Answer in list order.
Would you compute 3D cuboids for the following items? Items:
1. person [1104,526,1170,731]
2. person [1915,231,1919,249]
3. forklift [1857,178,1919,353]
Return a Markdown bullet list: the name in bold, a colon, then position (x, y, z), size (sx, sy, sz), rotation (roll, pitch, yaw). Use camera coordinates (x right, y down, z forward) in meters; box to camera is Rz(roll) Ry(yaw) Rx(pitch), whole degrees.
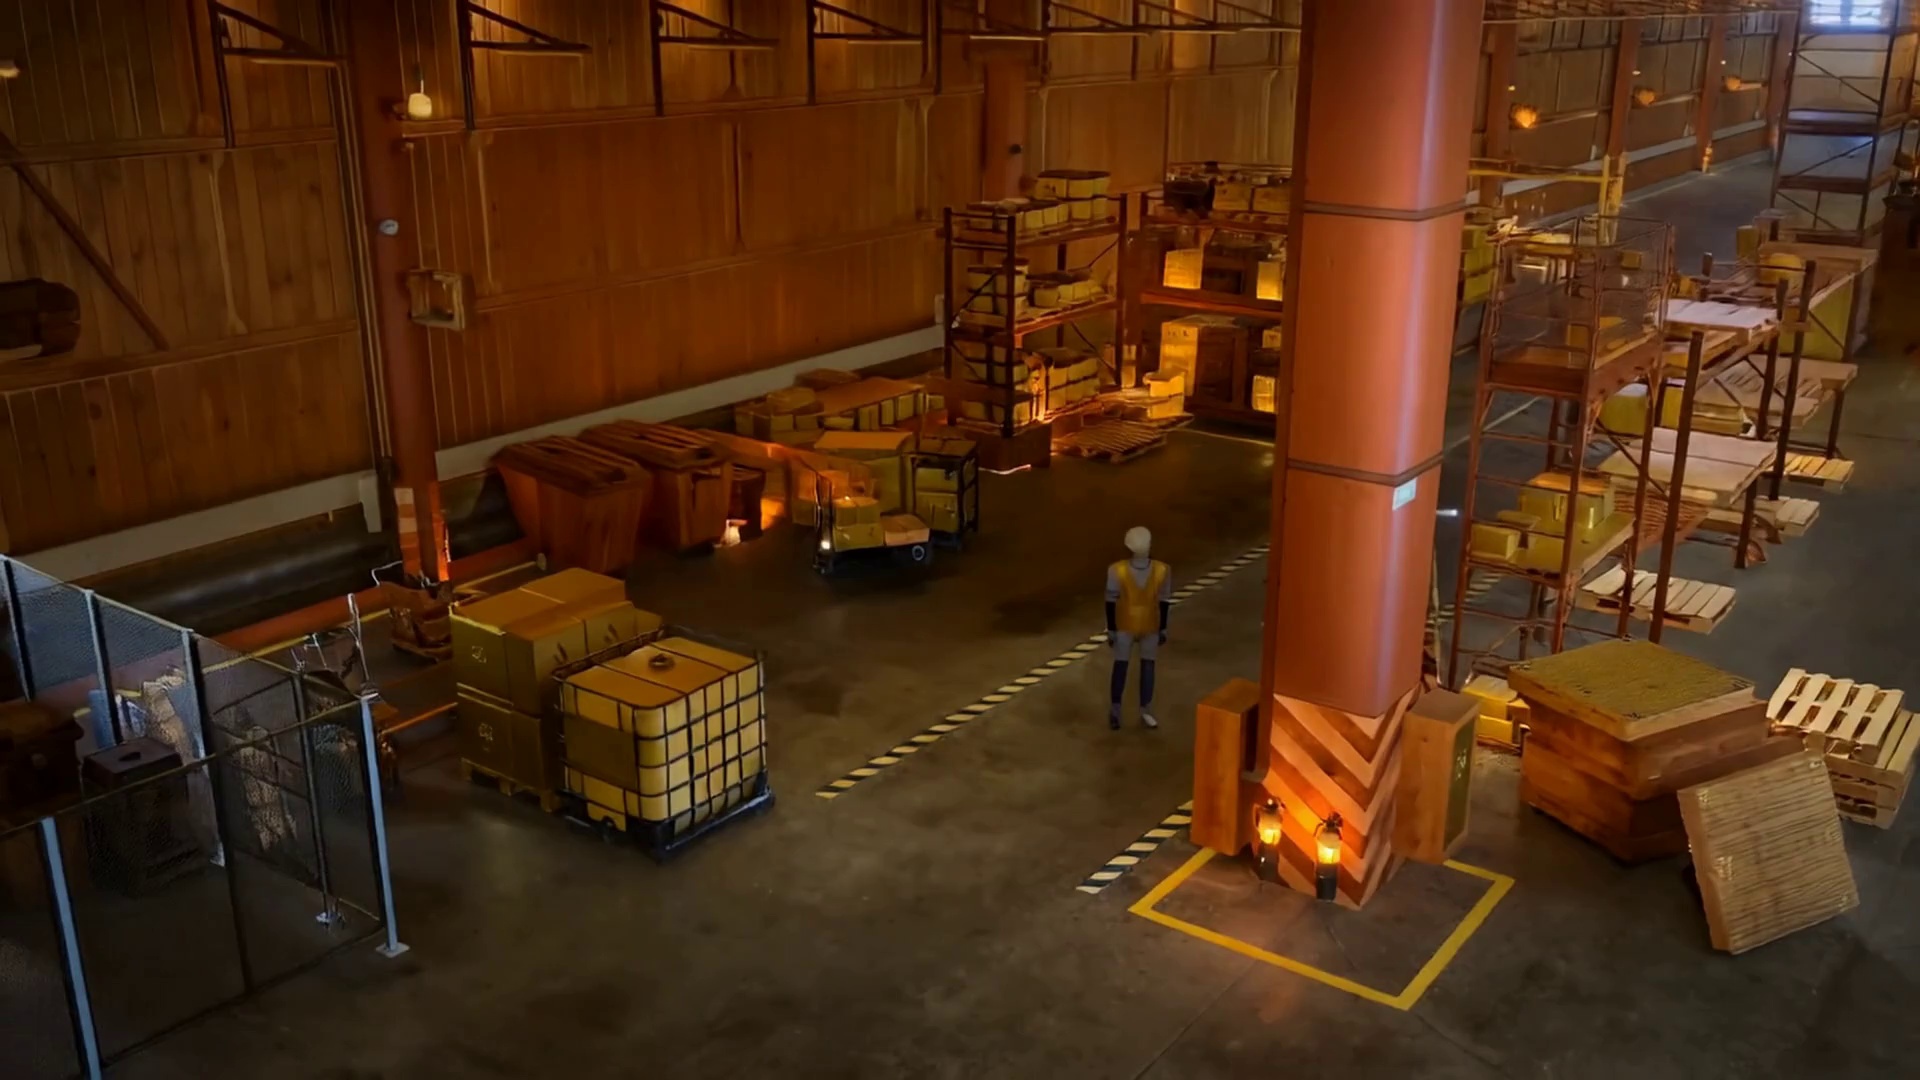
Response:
- **person**: position (1.417, 0.703, 13.333), size (0.541, 1.700, 0.315), rotation (-3, 18, -8)
- **person**: position (17.935, -5.127, 30.810), size (0.552, 1.933, 0.368), rotation (5, 19, 15)
- **forklift**: position (15.865, -4.544, 27.527), size (1.129, 2.768, 1.873), rotation (13, 22, 34)
